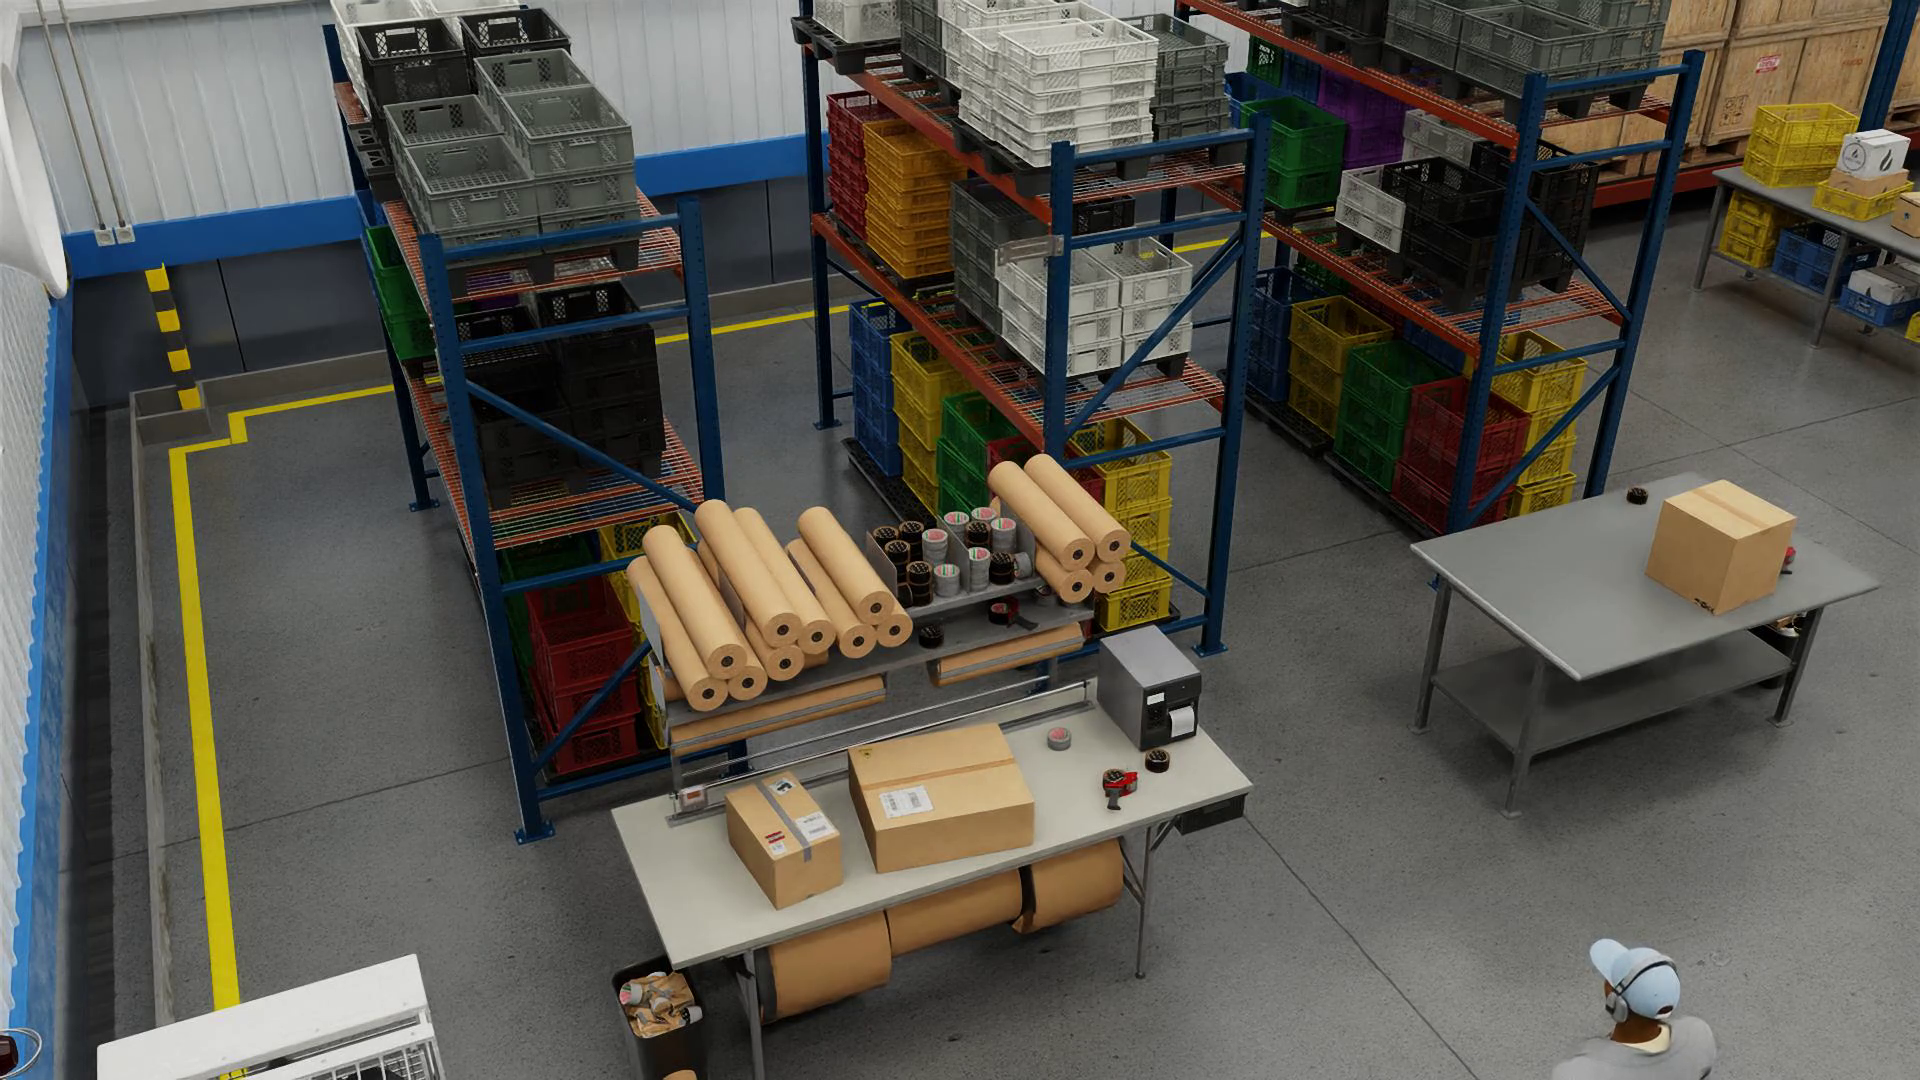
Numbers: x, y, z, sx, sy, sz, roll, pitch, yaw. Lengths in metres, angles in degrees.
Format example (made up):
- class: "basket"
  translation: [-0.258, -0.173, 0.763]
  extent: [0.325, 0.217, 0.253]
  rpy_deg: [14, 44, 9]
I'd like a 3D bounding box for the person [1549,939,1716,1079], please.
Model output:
- class: "person"
  translation: [1.987, 1.980, 5.244]
  extent: [0.589, 1.852, 0.397]
  rpy_deg: [-13, 34, -19]
